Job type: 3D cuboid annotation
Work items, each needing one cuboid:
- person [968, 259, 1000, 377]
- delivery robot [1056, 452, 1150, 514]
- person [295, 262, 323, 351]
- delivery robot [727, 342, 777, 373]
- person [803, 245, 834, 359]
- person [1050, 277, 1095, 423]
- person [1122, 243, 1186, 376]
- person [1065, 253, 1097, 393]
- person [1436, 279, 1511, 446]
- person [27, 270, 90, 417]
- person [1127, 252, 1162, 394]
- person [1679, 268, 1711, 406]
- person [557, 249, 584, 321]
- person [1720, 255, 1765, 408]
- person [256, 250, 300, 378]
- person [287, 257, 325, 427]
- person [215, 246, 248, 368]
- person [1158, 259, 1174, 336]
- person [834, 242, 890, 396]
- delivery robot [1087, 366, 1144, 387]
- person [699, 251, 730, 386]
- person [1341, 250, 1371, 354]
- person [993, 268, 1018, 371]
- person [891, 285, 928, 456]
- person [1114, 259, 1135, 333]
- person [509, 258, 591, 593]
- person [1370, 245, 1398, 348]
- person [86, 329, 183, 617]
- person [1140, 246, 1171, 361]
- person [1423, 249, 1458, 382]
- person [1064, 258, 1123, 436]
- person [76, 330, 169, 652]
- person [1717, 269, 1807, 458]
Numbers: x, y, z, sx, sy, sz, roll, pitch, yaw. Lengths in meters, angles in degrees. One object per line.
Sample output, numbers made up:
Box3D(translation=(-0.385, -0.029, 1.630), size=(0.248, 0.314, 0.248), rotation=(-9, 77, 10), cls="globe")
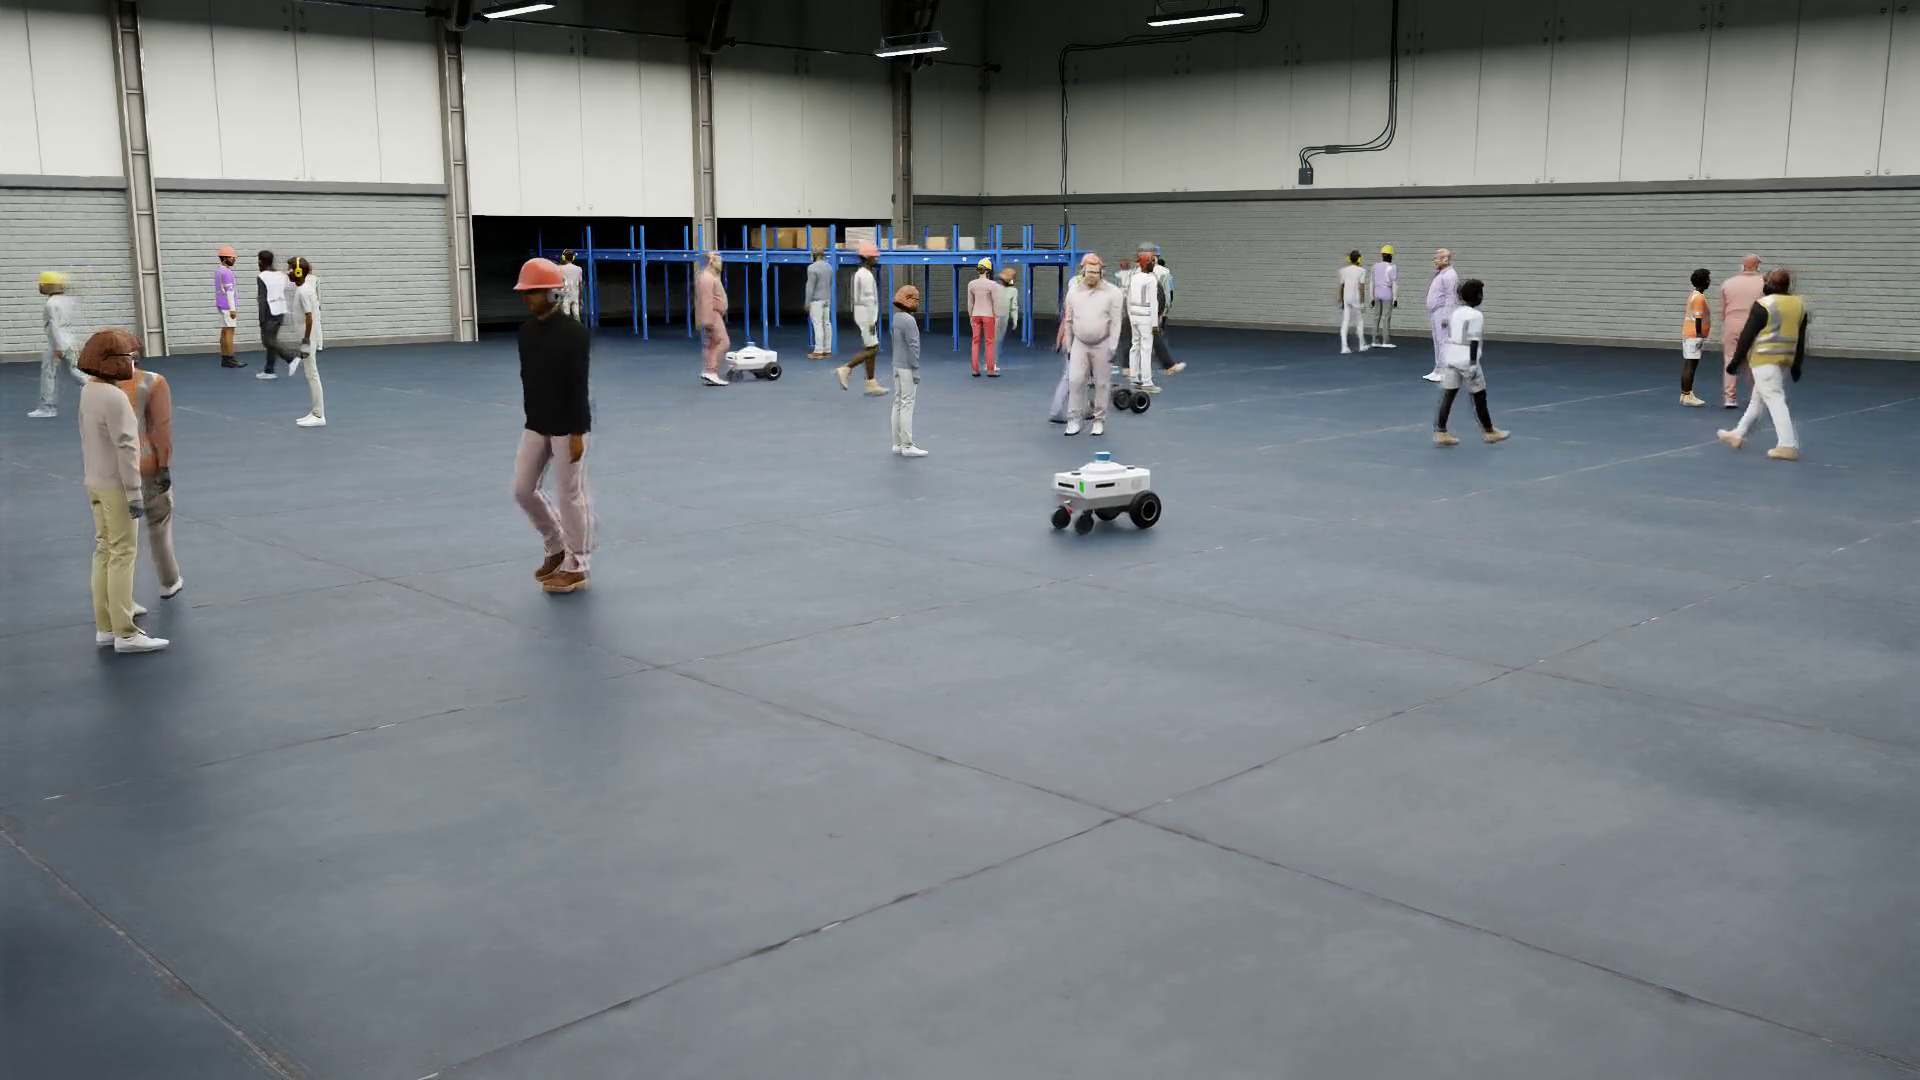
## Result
Box3D(translation=(0.365, -3.336, 24.987), size=(0.522, 1.763, 0.320), rotation=(6, 12, 29), cls="person")
Box3D(translation=(1.041, -0.399, 12.120), size=(0.707, 0.478, 0.477), rotation=(-8, 13, -35), cls="delivery robot")
Box3D(translation=(-11.840, -4.239, 30.235), size=(0.309, 1.641, 0.513), rotation=(7, 13, 34), cls="person")
Box3D(translation=(-3.066, -2.669, 24.500), size=(0.707, 0.478, 0.477), rotation=(-6, 12, -31), cls="delivery robot")
Box3D(translation=(-2.425, -4.101, 28.698), size=(0.366, 1.932, 0.661), rotation=(6, 12, 31), cls="person")
Box3D(translation=(1.366, -2.170, 18.758), size=(0.838, 1.697, 0.535), rotation=(-5, 12, -27), cls="person")
Box3D(translation=(2.908, -3.465, 25.037), size=(0.984, 2.000, 0.702), rotation=(0, 10, 1), cls="person")
Box3D(translation=(1.731, -2.968, 22.635), size=(0.589, 1.886, 0.928), rotation=(7, 13, 35), cls="person")
Box3D(translation=(5.177, -1.775, 16.713), size=(0.819, 1.656, 0.557), rotation=(-3, 11, -14), cls="person")
Box3D(translation=(-10.516, -2.305, 19.506), size=(0.848, 1.713, 0.488), rotation=(-1, 10, -7), cls="person")
Box3D(translation=(2.478, -2.925, 22.411), size=(0.362, 1.882, 0.576), rotation=(-6, 12, -29), cls="person")
Box3D(translation=(9.196, -2.532, 20.771), size=(0.316, 1.697, 0.540), rotation=(3, 11, 16), cls="person")
Box3D(translation=(-7.219, -4.451, 30.798), size=(0.509, 1.863, 0.312), rotation=(-8, 13, -38), cls="person")
Box3D(translation=(9.726, -2.573, 20.541), size=(0.641, 1.855, 0.951), rotation=(8, 13, 38), cls="person")
Box3D(translation=(-10.162, -3.339, 24.623), size=(0.745, 1.900, 0.613), rotation=(2, 11, 10), cls="person")
Box3D(translation=(-7.303, -2.208, 18.555), size=(0.332, 1.864, 0.514), rotation=(-4, 11, -19), cls="person")
Box3D(translation=(-11.797, -3.763, 26.838), size=(0.376, 1.934, 0.547), rotation=(-8, 13, -39), cls="person")
Box3D(translation=(3.855, -4.599, 32.146), size=(0.539, 1.667, 0.773), rotation=(2, 11, 13), cls="person")
Box3D(translation=(-1.289, -2.918, 21.986), size=(0.674, 2.028, 0.632), rotation=(-2, 11, -10), cls="person")
Box3D(translation=(1.861, -1.972, 19.988), size=(0.698, 0.223, 0.335), rotation=(-5, 11, -23), cls="delivery robot")
Box3D(translation=(-3.442, -3.114, 23.433), size=(0.436, 1.892, 0.646), rotation=(-1, 10, -6), cls="person")
Box3D(translation=(7.140, -4.293, 30.003), size=(0.559, 1.829, 0.915), rotation=(9, 13, 39), cls="person")
Box3D(translation=(0.639, -3.421, 25.875), size=(0.571, 1.593, 0.555), rotation=(-5, 12, -28), cls="person")
Box3D(translation=(-0.512, -1.638, 16.078), size=(0.289, 1.631, 0.497), rotation=(-4, 11, -23), cls="person")
Box3D(translation=(3.583, -5.257, 35.871), size=(0.519, 1.608, 0.762), rotation=(-1, 10, -6), cls="person")
Box3D(translation=(-2.417, -0.667, 9.845), size=(0.614, 1.979, 0.433), rotation=(7, 12, 32), cls="person")
Box3D(translation=(8.005, -4.583, 31.335), size=(0.386, 1.922, 0.594), rotation=(-8, 13, -38), cls="person")
Box3D(translation=(-4.656, -0.387, 9.370), size=(0.524, 1.572, 0.868), rotation=(-1, 10, -4), cls="person")
Box3D(translation=(3.256, -4.004, 28.143), size=(0.649, 1.935, 0.433), rotation=(1, 10, 4), cls="person")
Box3D(translation=(6.991, -3.267, 24.214), size=(0.407, 1.905, 0.655), rotation=(0, 10, 3), cls="person")
Box3D(translation=(1.370, -2.017, 17.505), size=(0.635, 1.871, 0.780), rotation=(3, 11, 17), cls="person")
Box3D(translation=(-4.312, -0.251, 8.505), size=(0.507, 1.632, 0.268), rotation=(10, 14, 43), cls="person")
Box3D(translation=(7.784, -1.717, 16.081), size=(0.629, 1.786, 0.999), rotation=(-5, 12, -26), cls="person")
